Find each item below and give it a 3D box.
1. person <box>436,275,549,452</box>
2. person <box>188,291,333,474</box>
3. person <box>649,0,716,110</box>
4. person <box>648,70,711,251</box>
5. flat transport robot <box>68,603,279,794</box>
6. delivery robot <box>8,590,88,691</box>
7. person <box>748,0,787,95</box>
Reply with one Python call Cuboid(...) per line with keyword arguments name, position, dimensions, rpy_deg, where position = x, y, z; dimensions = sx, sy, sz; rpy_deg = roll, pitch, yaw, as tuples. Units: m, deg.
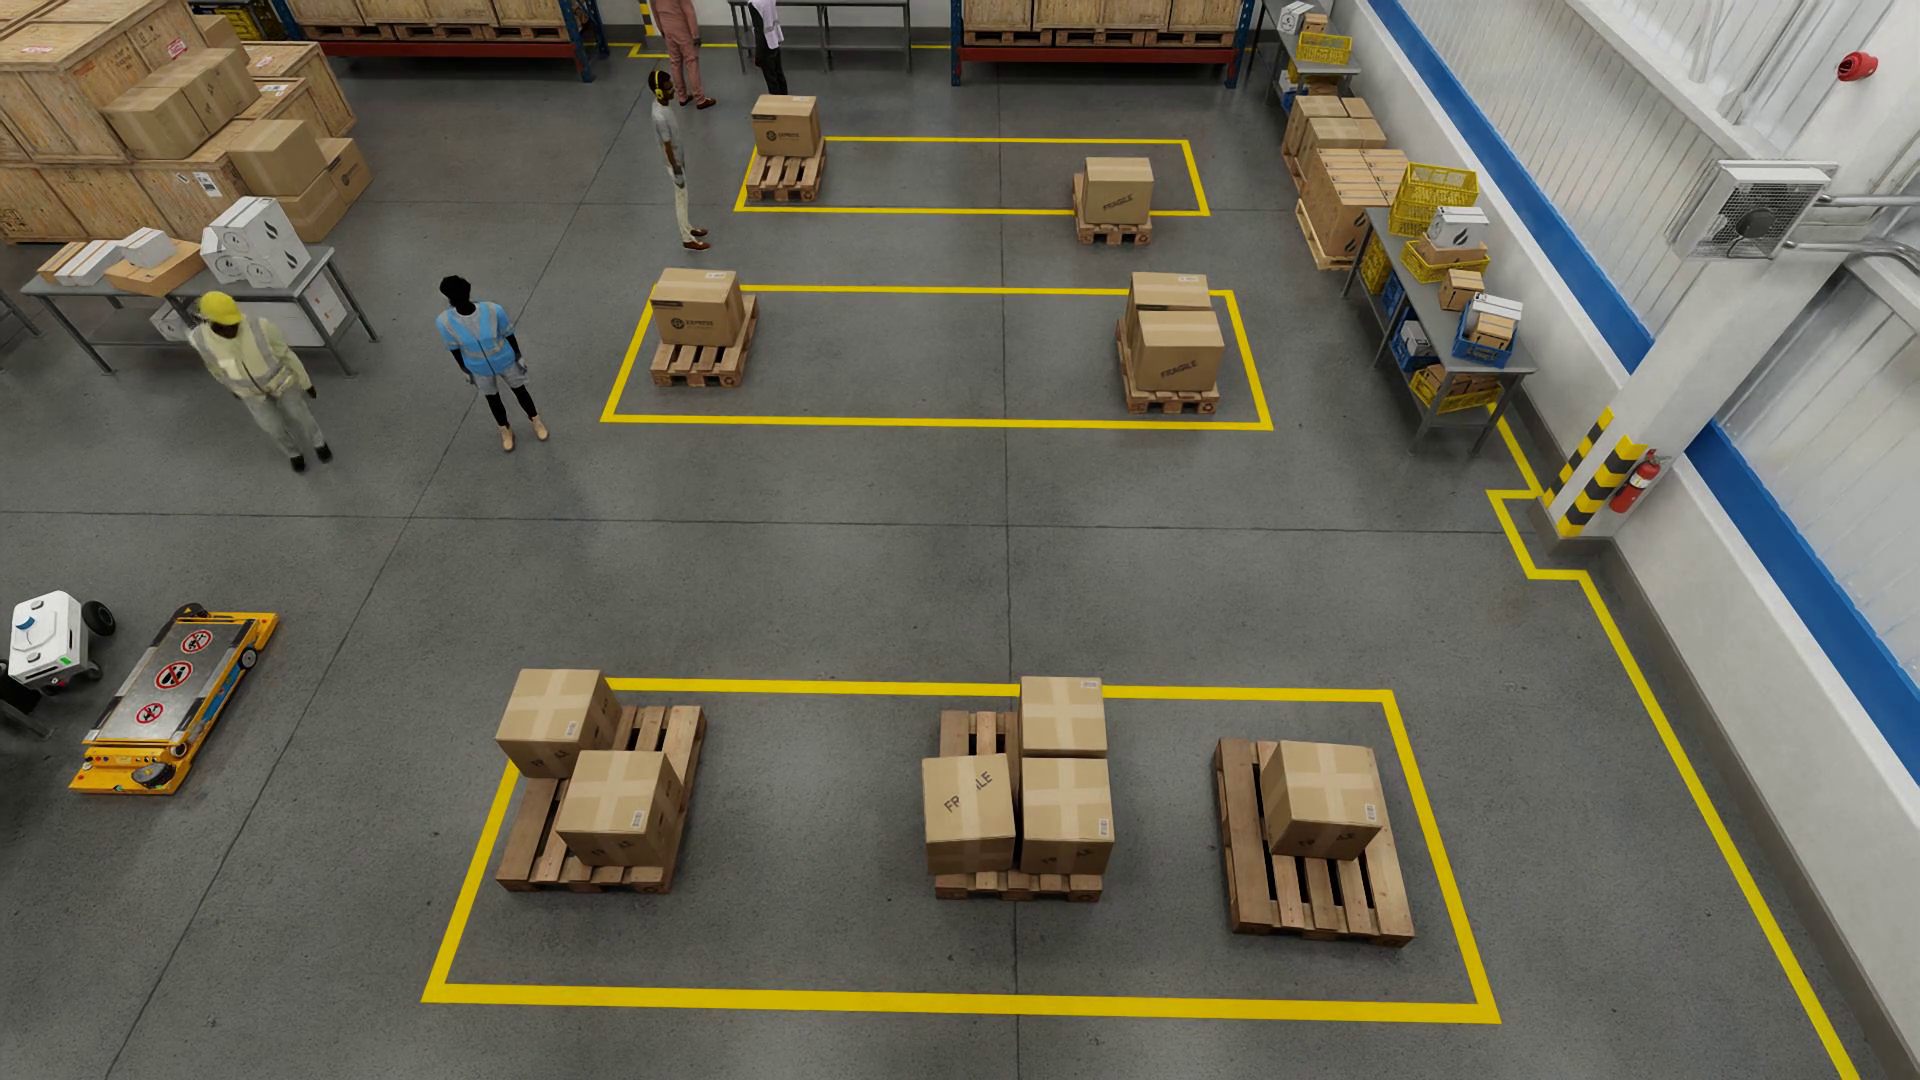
Cuboid(name="person", position=(-3.910, -1.475, 7.668), dimensions=(0.535, 1.697, 0.321), rpy_deg=(-19, 52, -15))
Cuboid(name="person", position=(-5.615, -1.272, 7.436), dimensions=(0.612, 1.788, 0.540), rpy_deg=(-24, 54, -19))
Cuboid(name="person", position=(-3.631, -6.625, 11.891), dimensions=(0.645, 1.907, 0.400), rpy_deg=(22, 53, 18))
Cuboid(name="person", position=(-2.987, -3.992, 9.687), dimensions=(0.319, 1.870, 0.521), rpy_deg=(-9, 50, -8))
Cuboid(name="flat transport robot", position=(-5.504, 1.072, 6.442), dimensions=(0.652, 0.197, 1.431), rpy_deg=(1, 50, 1))
Cuboid(name="delivery robot", position=(-6.486, 0.705, 6.508), dimensions=(0.477, 0.478, 0.707), rpy_deg=(-24, 54, -19))
Cuboid(name="person", position=(-2.430, -6.256, 11.571), dimensions=(0.388, 1.920, 0.593), rpy_deg=(10, 51, 9))
